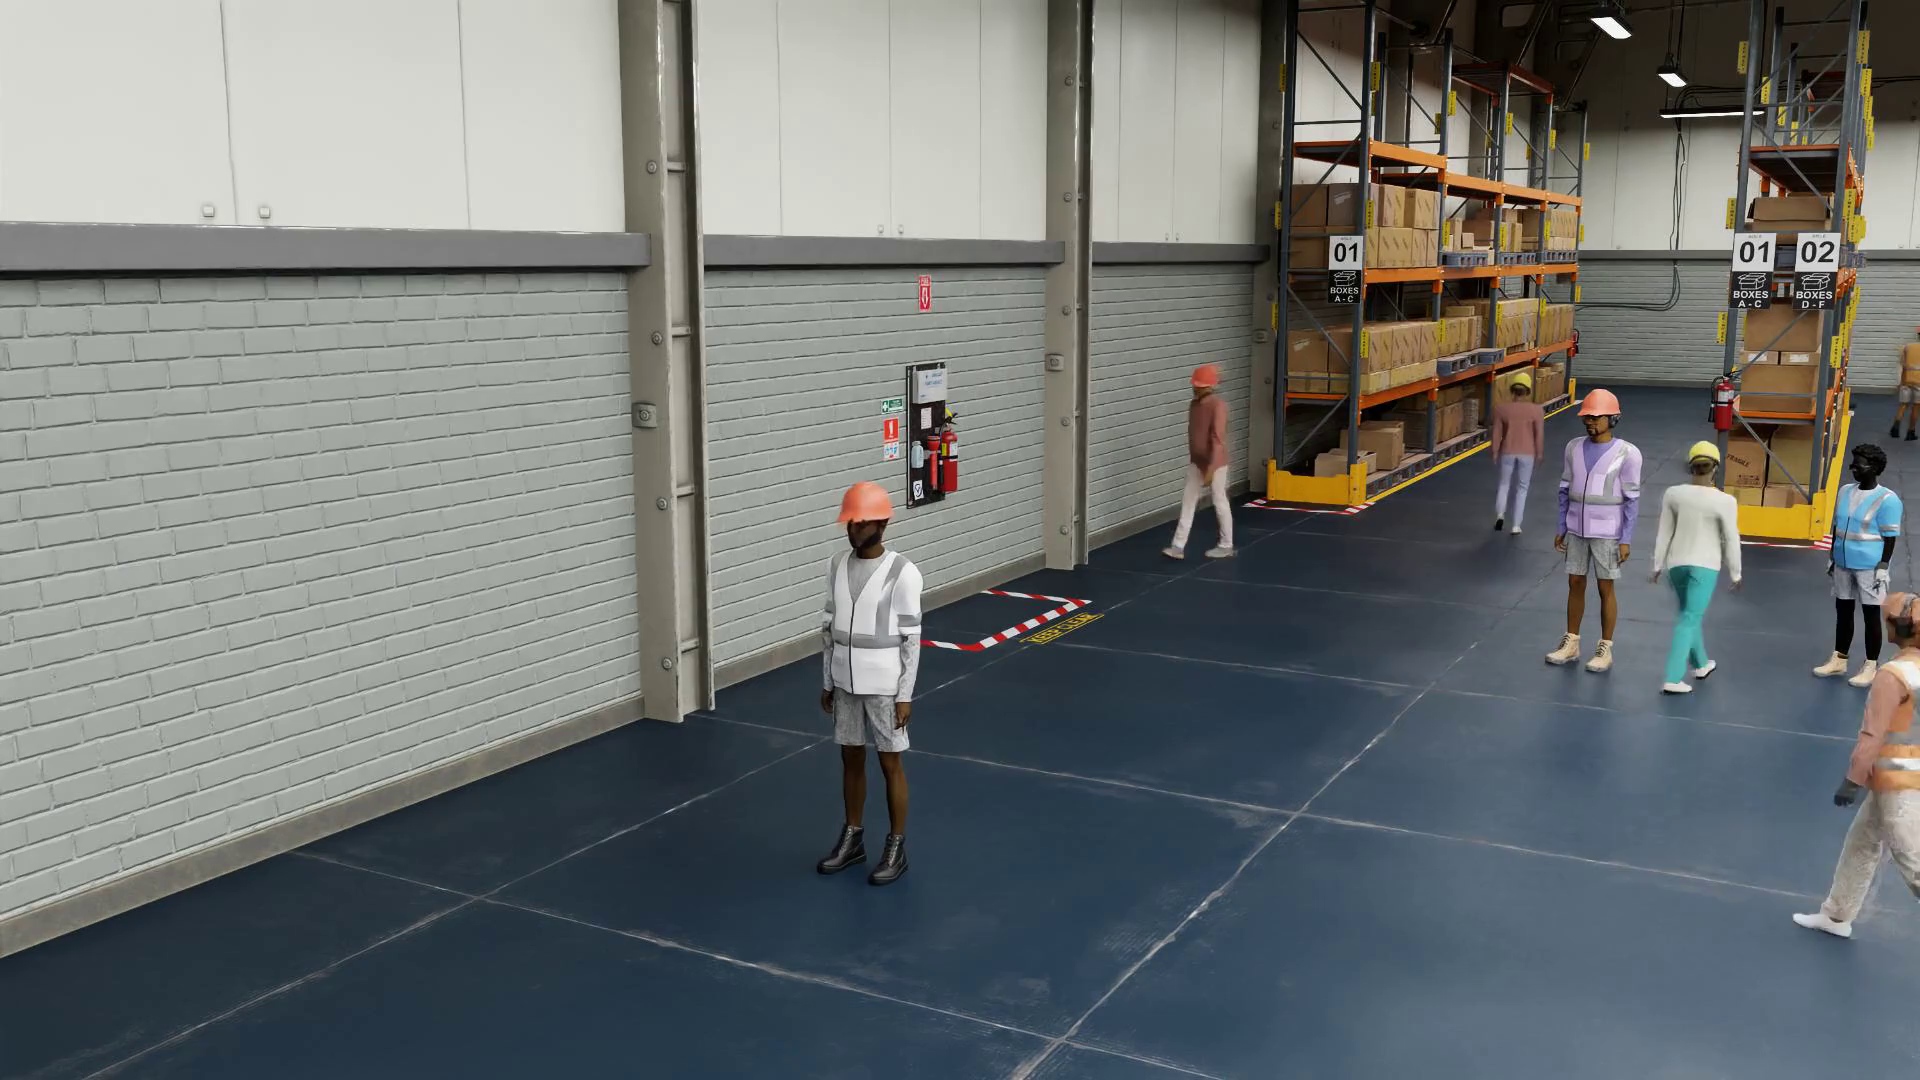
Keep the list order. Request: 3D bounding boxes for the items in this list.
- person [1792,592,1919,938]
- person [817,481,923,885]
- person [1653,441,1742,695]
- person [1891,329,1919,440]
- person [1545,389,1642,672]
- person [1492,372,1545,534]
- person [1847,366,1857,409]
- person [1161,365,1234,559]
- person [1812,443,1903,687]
[{"bbox_3d":[3.995,1.014,6.987,0.514,1.600,0.844,-9,13,-41],"label":"person"},{"bbox_3d":[-0.444,0.677,7.970,0.545,1.942,0.349,6,11,31],"label":"person"},{"bbox_3d":[5.141,0.184,11.465,0.861,1.714,0.556,-7,12,-34],"label":"person"},{"bbox_3d":[15.508,-2.557,27.005,0.596,1.907,0.576,-7,12,-35],"label":"person"},{"bbox_3d":[4.582,-0.070,12.037,0.377,2.045,0.605,-8,12,-38],"label":"person"},{"bbox_3d":[6.008,-0.928,17.922,0.530,1.752,0.356,5,11,27],"label":"person"},{"bbox_3d":[17.244,-3.499,32.600,0.775,1.885,0.546,5,11,26],"label":"person"},{"bbox_3d":[2.368,-0.749,16.315,0.927,1.937,0.639,-6,11,-30],"label":"person"},{"bbox_3d":[6.304,0.170,11.653,0.318,1.697,0.535,-3,10,-18],"label":"person"}]
